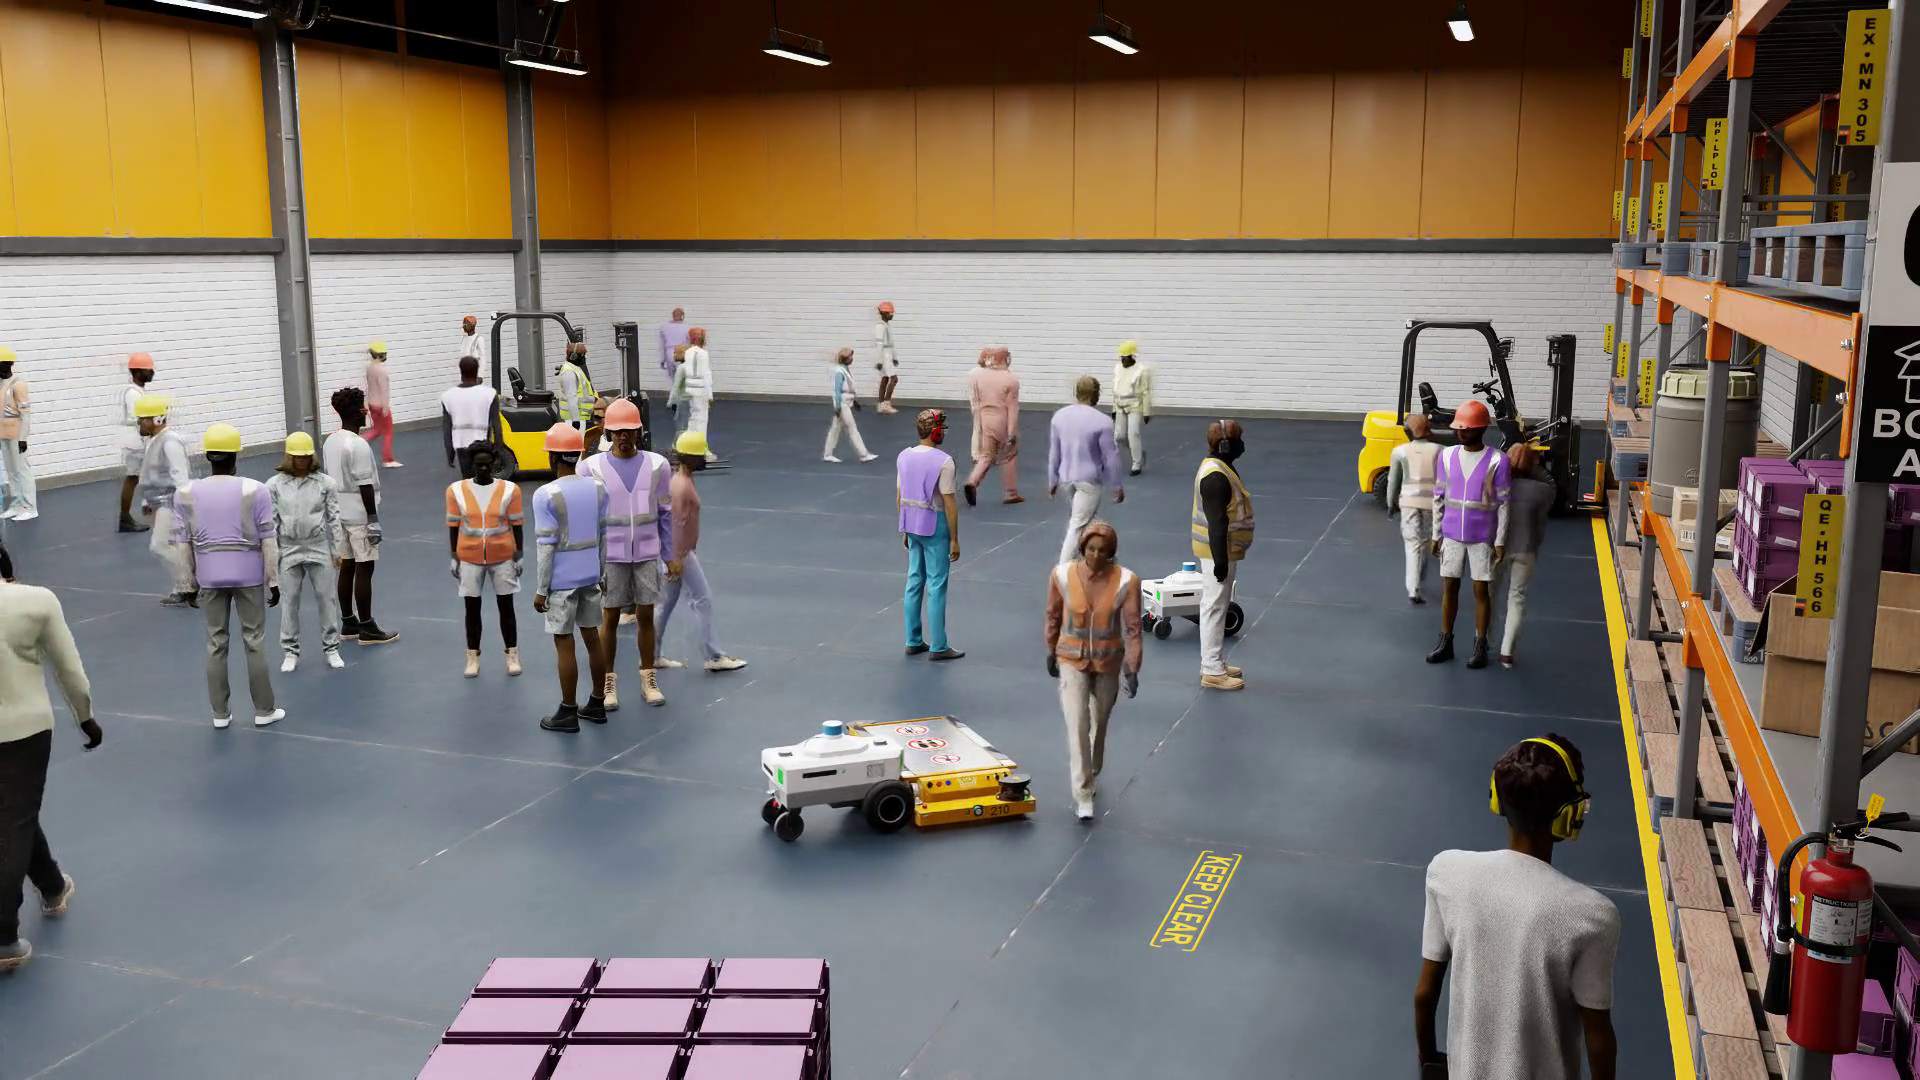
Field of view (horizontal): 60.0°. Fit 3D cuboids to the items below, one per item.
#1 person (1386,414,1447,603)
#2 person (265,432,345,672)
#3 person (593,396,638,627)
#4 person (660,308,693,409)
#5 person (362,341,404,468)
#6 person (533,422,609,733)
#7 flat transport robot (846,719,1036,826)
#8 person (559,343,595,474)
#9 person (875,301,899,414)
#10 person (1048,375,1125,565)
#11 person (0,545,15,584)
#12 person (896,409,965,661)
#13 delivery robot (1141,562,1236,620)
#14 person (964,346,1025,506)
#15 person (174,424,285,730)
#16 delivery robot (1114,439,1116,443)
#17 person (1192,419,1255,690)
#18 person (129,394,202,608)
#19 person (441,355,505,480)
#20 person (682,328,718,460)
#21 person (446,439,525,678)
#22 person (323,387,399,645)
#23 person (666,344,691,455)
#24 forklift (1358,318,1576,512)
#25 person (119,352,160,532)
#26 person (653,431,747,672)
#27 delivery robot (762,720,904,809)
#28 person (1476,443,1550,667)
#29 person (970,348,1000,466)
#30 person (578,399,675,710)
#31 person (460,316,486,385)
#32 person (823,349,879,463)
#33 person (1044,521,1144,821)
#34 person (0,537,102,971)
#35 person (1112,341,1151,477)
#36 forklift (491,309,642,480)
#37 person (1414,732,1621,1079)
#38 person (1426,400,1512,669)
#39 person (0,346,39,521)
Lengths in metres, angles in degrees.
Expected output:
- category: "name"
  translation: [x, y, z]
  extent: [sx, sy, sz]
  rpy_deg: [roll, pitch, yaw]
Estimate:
- category: "person"
  translation: [3.926, -0.277, 14.255]
  extent: [0.525, 1.586, 0.847]
  rpy_deg: [2, 10, 12]
- category: "person"
  translation: [-4.648, 0.087, 11.824]
  extent: [0.496, 1.732, 0.384]
  rpy_deg: [-4, 11, -19]
- category: "person"
  translation: [-2.760, -0.232, 13.293]
  extent: [0.345, 1.840, 0.504]
  rpy_deg: [-8, 13, -38]
- category: "person"
  translation: [-5.126, -3.299, 30.413]
  extent: [0.675, 1.884, 0.588]
  rpy_deg: [2, 10, 9]
- category: "person"
  translation: [-7.931, -1.823, 22.531]
  extent: [0.618, 1.748, 0.522]
  rpy_deg: [-9, 14, -43]
- category: "person"
  translation: [-2.441, 0.235, 10.389]
  extent: [0.361, 1.938, 0.545]
  rpy_deg: [7, 12, 35]
- category: "flat transport robot"
  translation: [-0.149, 1.256, 9.331]
  extent: [0.652, 0.197, 1.431]
  rpy_deg: [-4, 11, -20]
- category: "person"
  translation: [-4.713, -1.509, 20.494]
  extent: [0.429, 1.840, 0.624]
  rpy_deg: [-2, 10, -10]
- category: "person"
  translation: [-1.243, -3.261, 29.829]
  extent: [0.566, 2.026, 0.623]
  rpy_deg: [1, 10, 3]
- category: "person"
  translation: [1.166, -0.510, 14.711]
  extent: [0.660, 1.886, 1.006]
  rpy_deg: [9, 14, 43]
- category: "person"
  translation: [-8.491, -0.300, 14.149]
  extent: [0.771, 1.665, 0.547]
  rpy_deg: [-6, 12, -31]
- category: "person"
  translation: [-0.235, -0.037, 12.175]
  extent: [0.570, 1.844, 0.379]
  rpy_deg: [10, 14, 44]
- category: "delivery robot"
  translation: [1.783, 0.417, 12.989]
  extent: [0.707, 0.478, 0.477]
  rpy_deg: [-3, 11, -18]
- category: "person"
  translation: [0.418, -1.319, 19.337]
  extent: [0.643, 1.875, 0.803]
  rpy_deg: [8, 13, 38]
- category: "person"
  translation: [-4.567, 0.234, 10.424]
  extent: [0.584, 1.927, 0.367]
  rpy_deg: [-2, 10, -10]
- category: "delivery robot"
  translation: [1.831, -1.284, 22.571]
  extent: [0.477, 0.478, 0.707]
  rpy_deg: [7, 12, 33]
- category: "person"
  translation: [1.810, 0.091, 11.461]
  extent: [0.429, 1.846, 0.628]
  rpy_deg: [2, 10, 9]
- category: "person"
  translation: [-6.617, -0.315, 13.847]
  extent: [0.442, 1.811, 0.633]
  rpy_deg: [-8, 13, -36]
- category: "person"
  translation: [-5.009, -0.943, 17.097]
  extent: [0.615, 1.902, 0.641]
  rpy_deg: [0, 10, 2]
- category: "person"
  translation: [-3.710, -2.056, 23.504]
  extent: [0.352, 1.865, 0.662]
  rpy_deg: [-7, 12, -33]
- category: "person"
  translation: [-3.324, 0.128, 11.690]
  extent: [0.536, 1.692, 0.317]
  rpy_deg: [-2, 10, -13]
- category: "person"
  translation: [-4.593, -0.185, 12.670]
  extent: [0.604, 1.966, 0.367]
  rpy_deg: [10, 14, 43]
- category: "person"
  translation: [-4.017, -1.990, 23.829]
  extent: [0.480, 1.616, 0.551]
  rpy_deg: [0, 10, 3]
- category: "forklift"
  translation: [5.787, -1.437, 19.079]
  extent: [2.313, 2.155, 1.214]
  rpy_deg: [3, 11, 19]
- category: "person"
  translation: [-8.510, -1.025, 17.586]
  extent: [0.930, 1.896, 0.574]
  rpy_deg: [-3, 10, -16]
- category: "person"
  translation: [-1.881, 0.092, 11.790]
  extent: [0.825, 1.727, 0.536]
  rpy_deg: [-2, 10, -11]
- category: "delivery robot"
  translation: [-0.663, 1.185, 8.664]
  extent: [0.707, 0.478, 0.477]
  rpy_deg: [-4, 11, -21]
- category: "person"
  translation: [4.014, 0.087, 12.167]
  extent: [0.503, 1.598, 0.742]
  rpy_deg: [2, 10, 10]
- category: "person"
  translation: [0.357, -1.824, 22.837]
  extent: [0.497, 1.633, 0.279]
  rpy_deg: [-6, 12, -31]
- category: "person"
  translation: [-2.165, 0.096, 10.872]
  extent: [0.616, 2.041, 0.378]
  rpy_deg: [-4, 11, -22]
- category: "person"
  translation: [-7.949, -2.707, 27.113]
  extent: [0.575, 1.882, 0.355]
  rpy_deg: [8, 13, 39]
- category: "person"
  translation: [-1.535, -1.855, 23.108]
  extent: [0.841, 1.595, 0.529]
  rpy_deg: [1, 10, 5]
- category: "person"
  translation: [0.708, 0.678, 8.863]
  extent: [0.524, 1.581, 0.838]
  rpy_deg: [1, 10, 4]
- category: "person"
  translation: [-4.123, 0.822, 7.160]
  extent: [0.627, 1.927, 1.039]
  rpy_deg: [-2, 10, -11]
- category: "person"
  translation: [2.263, -1.728, 21.874]
  extent: [0.546, 1.785, 0.619]
  rpy_deg: [-9, 13, -40]
- category: "forklift"
  translation: [-5.354, -1.902, 21.697]
  extent: [2.313, 2.155, 1.214]
  rpy_deg: [-2, 10, -13]
- category: "person"
  translation: [1.364, 1.387, 4.097]
  extent: [0.534, 1.868, 0.310]
  rpy_deg: [9, 14, 43]
- category: "person"
  translation: [3.645, -0.039, 11.938]
  extent: [0.552, 1.933, 0.368]
  rpy_deg: [7, 12, 36]
- category: "person"
  translation: [-10.467, -1.172, 18.341]
  extent: [0.593, 1.926, 0.366]
  rpy_deg: [7, 12, 34]
